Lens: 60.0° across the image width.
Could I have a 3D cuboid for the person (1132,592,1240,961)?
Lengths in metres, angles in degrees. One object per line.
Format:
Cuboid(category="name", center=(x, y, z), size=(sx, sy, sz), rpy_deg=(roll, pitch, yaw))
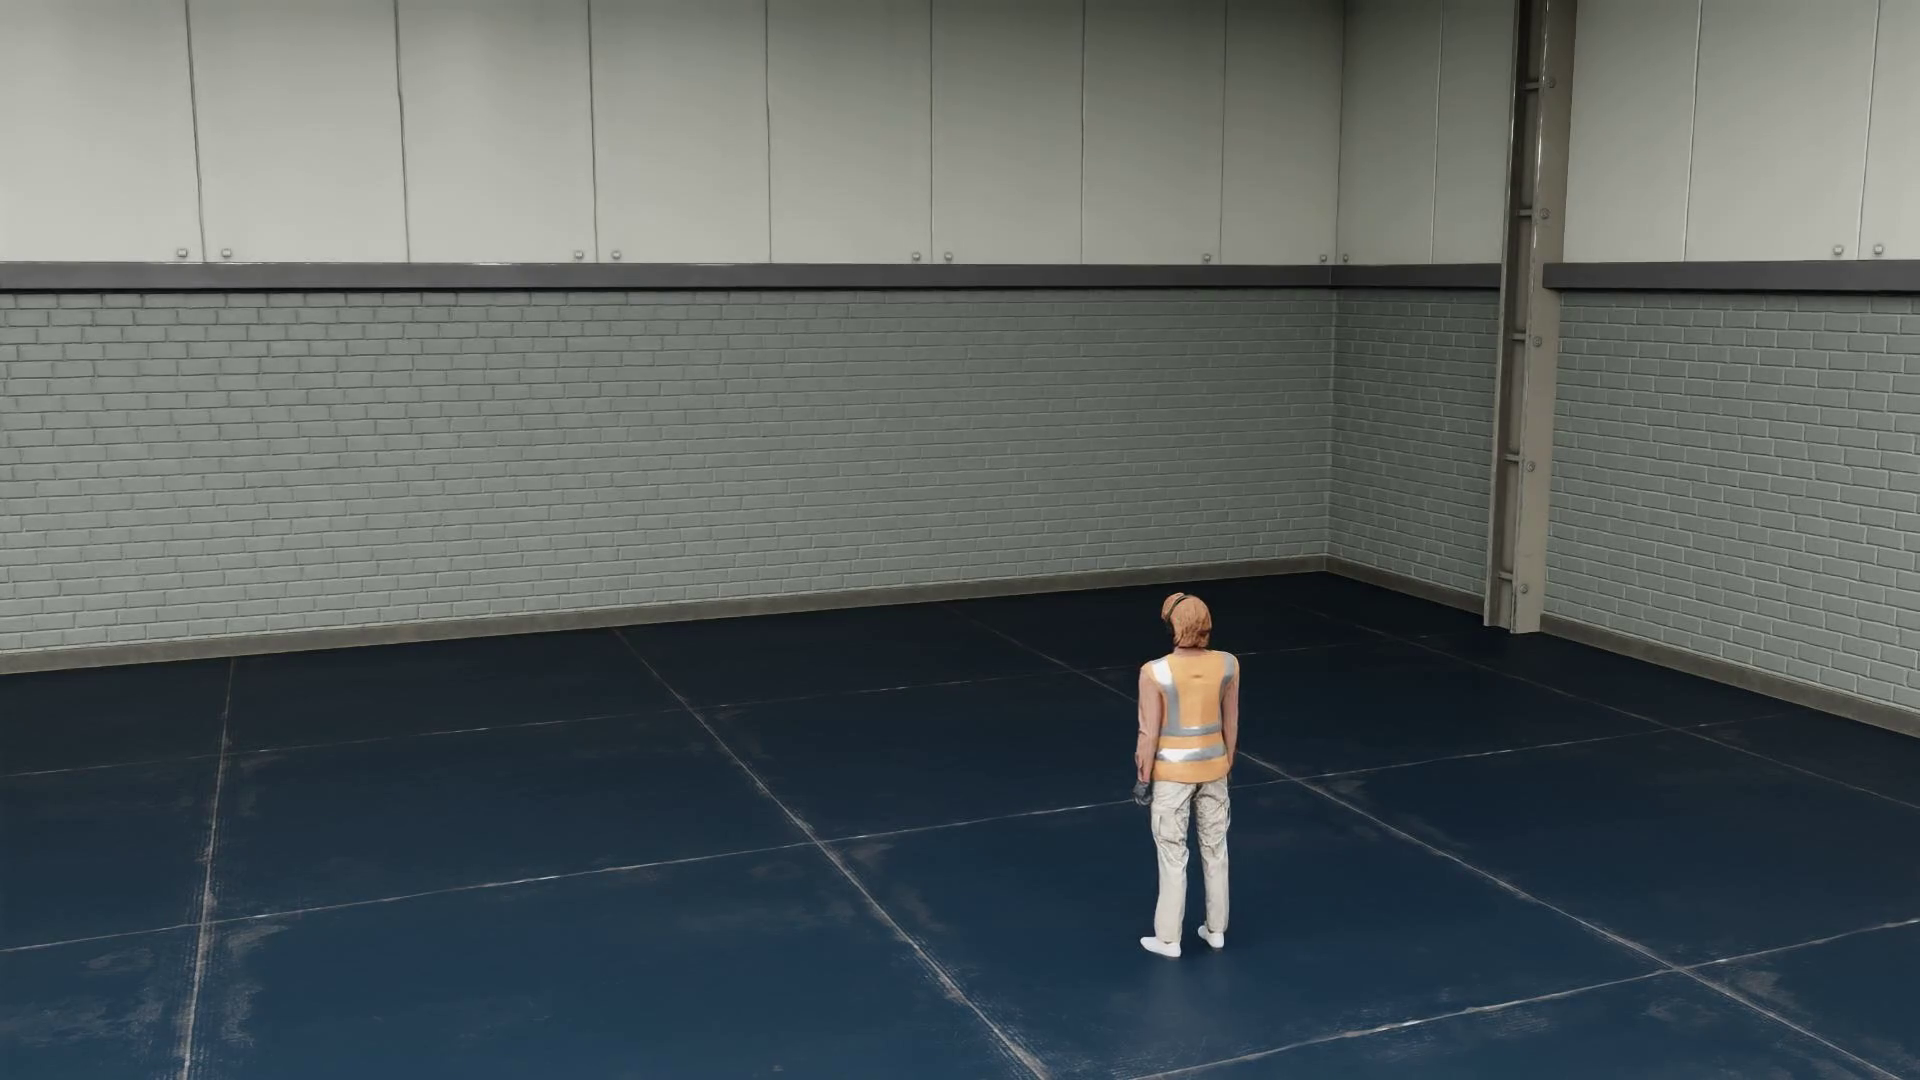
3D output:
Cuboid(category="person", center=(1.008, 1.048, 7.387), size=(0.512, 1.642, 0.312), rpy_deg=(-4, 10, -22))
